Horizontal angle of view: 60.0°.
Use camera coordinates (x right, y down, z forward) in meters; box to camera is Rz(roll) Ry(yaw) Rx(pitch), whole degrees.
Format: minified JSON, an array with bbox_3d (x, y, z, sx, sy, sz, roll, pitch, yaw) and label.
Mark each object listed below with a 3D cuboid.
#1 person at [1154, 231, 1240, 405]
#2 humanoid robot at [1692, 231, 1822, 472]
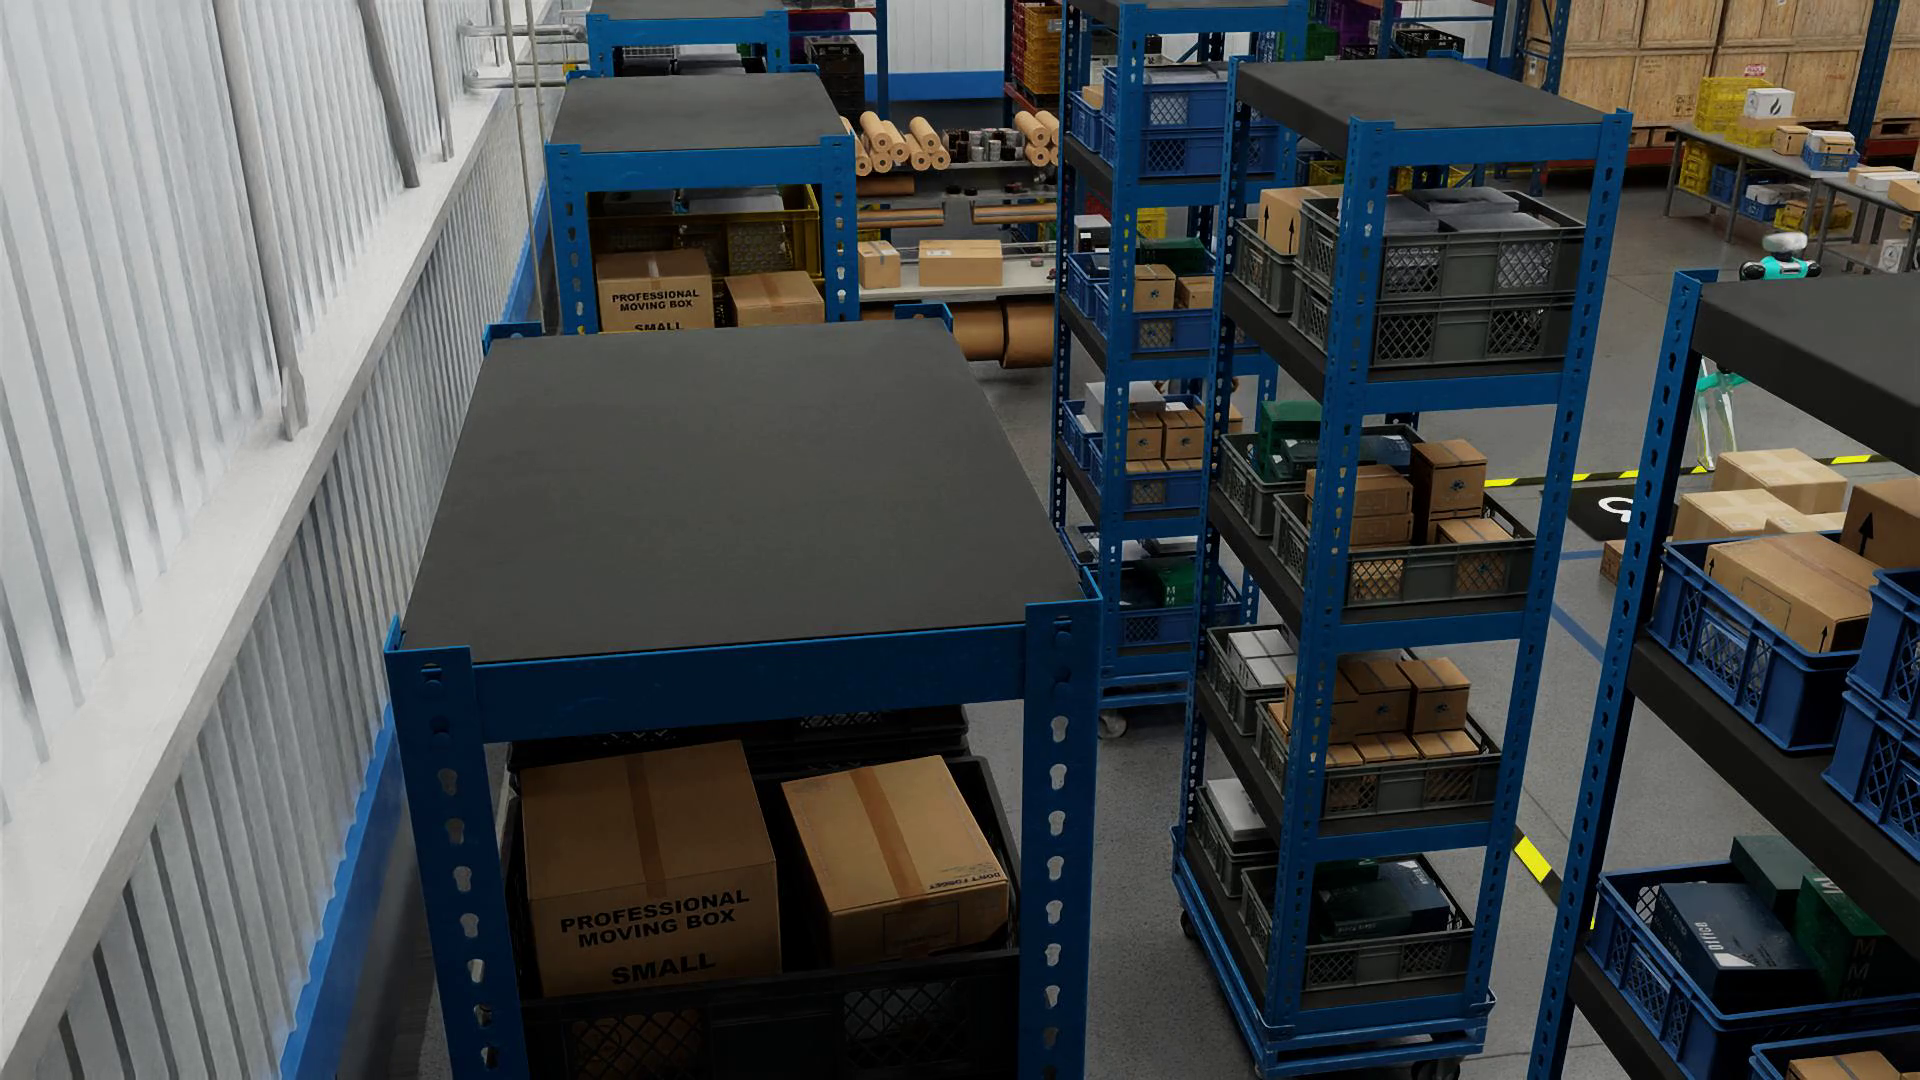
[{"bbox_3d":[1.541,-1.105,10.805,0.598,1.850,0.386,-4,25,-8],"label":"person"},{"bbox_3d":[5.264,-1.309,11.222,0.533,1.681,0.735,-4,25,-8],"label":"humanoid robot"}]
